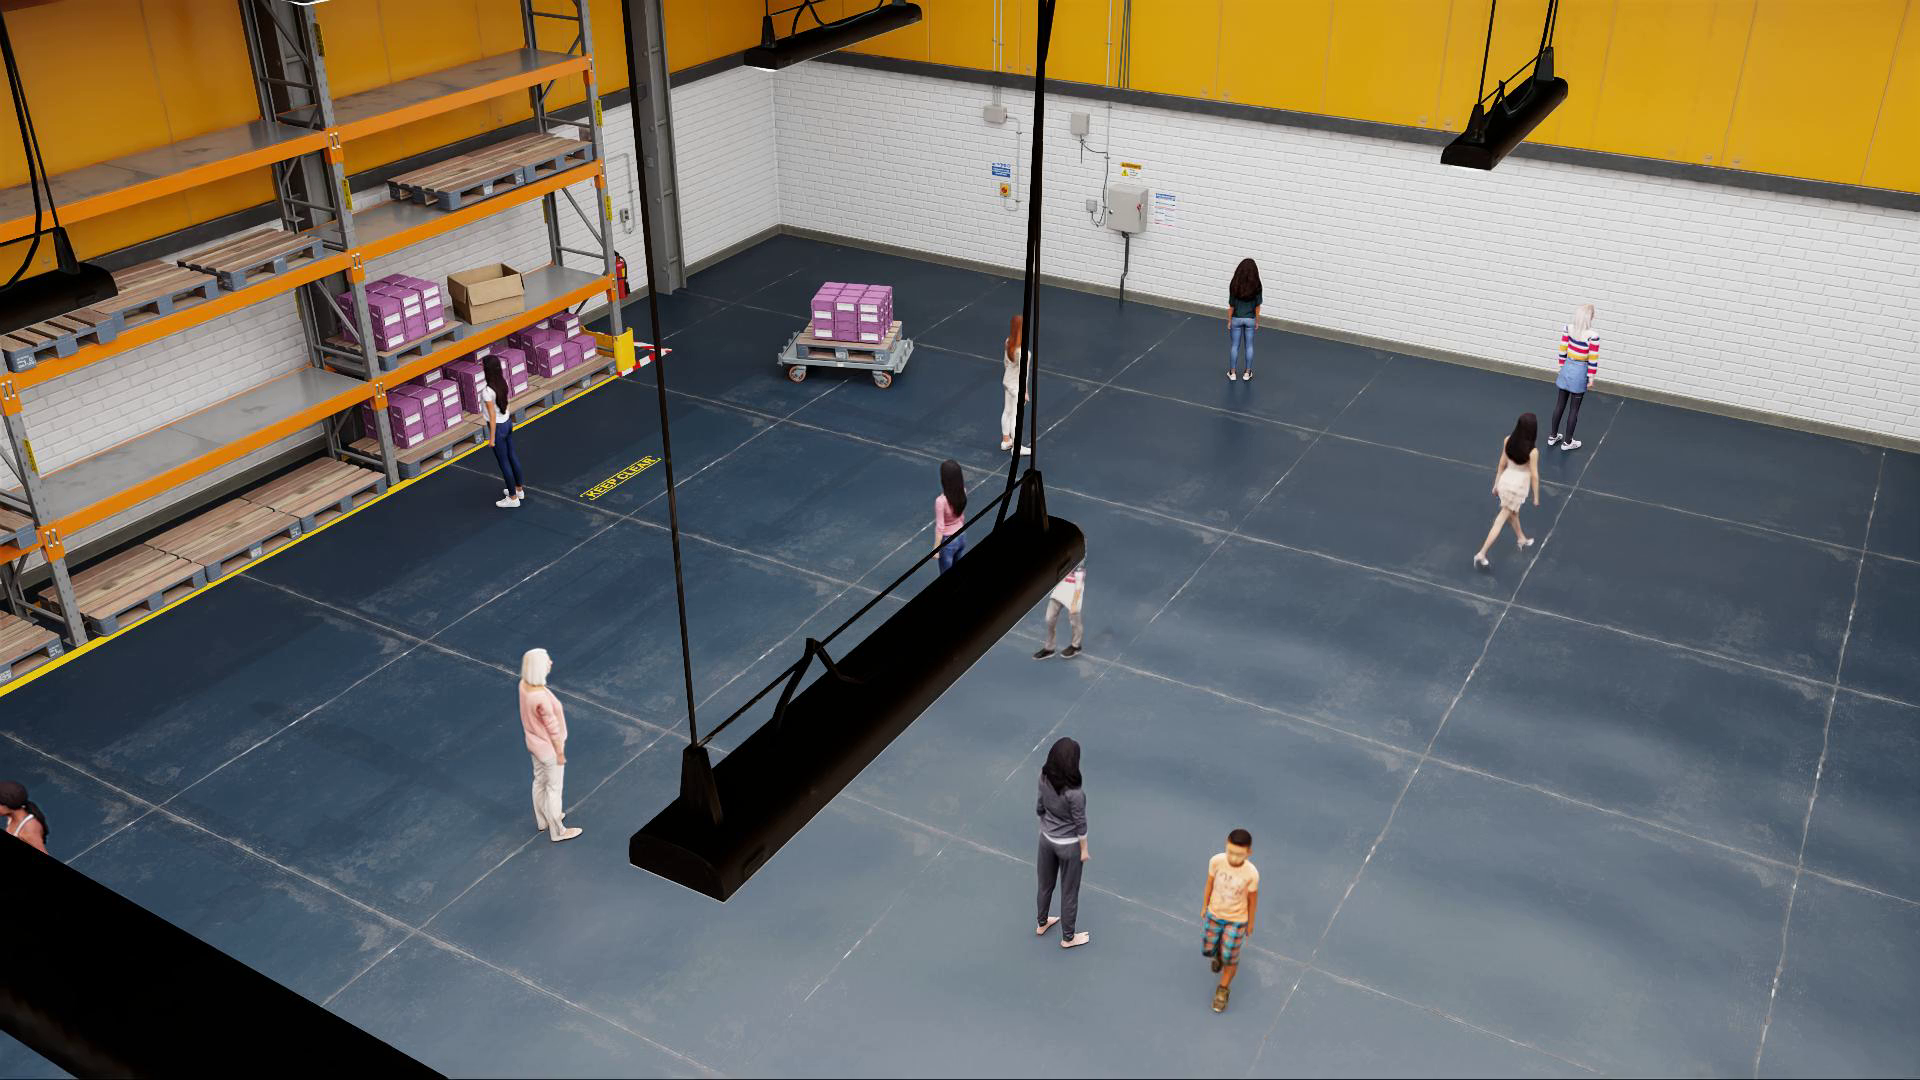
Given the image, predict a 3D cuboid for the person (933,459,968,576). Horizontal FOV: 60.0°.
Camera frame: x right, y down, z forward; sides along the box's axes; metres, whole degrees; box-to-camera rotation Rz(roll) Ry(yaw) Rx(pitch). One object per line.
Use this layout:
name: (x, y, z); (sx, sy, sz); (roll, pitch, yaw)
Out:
person: (-0.087, 0.015, 16.105); (0.656, 1.742, 0.491); (21, 35, 33)

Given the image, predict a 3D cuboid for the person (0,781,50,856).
person: (-6.443, 2.408, 11.706); (0.596, 1.753, 0.622); (-24, 36, -36)

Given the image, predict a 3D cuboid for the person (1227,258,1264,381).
person: (3.661, -2.857, 21.503); (0.691, 1.615, 0.713); (3, 29, 5)

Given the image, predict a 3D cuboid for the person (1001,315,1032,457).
person: (0.645, -1.821, 19.504); (0.722, 1.710, 0.694); (-12, 31, -21)

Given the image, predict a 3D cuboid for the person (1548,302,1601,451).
person: (7.254, -1.954, 19.647); (0.666, 1.808, 0.717); (-19, 34, -30)

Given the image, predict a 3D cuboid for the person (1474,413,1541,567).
person: (5.596, -0.458, 17.033); (1.139, 1.685, 0.925); (-16, 33, -27)

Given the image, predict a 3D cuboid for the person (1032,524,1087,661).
person: (1.057, 0.466, 15.608); (0.810, 1.426, 0.676); (-23, 36, -35)

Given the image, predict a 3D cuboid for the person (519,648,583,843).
person: (-3.300, 1.608, 13.203); (0.630, 1.724, 0.666); (-23, 36, -35)

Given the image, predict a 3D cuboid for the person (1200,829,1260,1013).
person: (1.899, 2.596, 11.676); (0.555, 1.453, 0.731); (14, 32, 24)

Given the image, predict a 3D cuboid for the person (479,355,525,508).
person: (-5.047, -1.206, 18.310); (0.716, 1.774, 0.569); (5, 29, 9)

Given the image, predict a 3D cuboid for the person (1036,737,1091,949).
person: (0.733, 2.193, 12.088); (0.638, 1.765, 0.584); (24, 37, 37)
